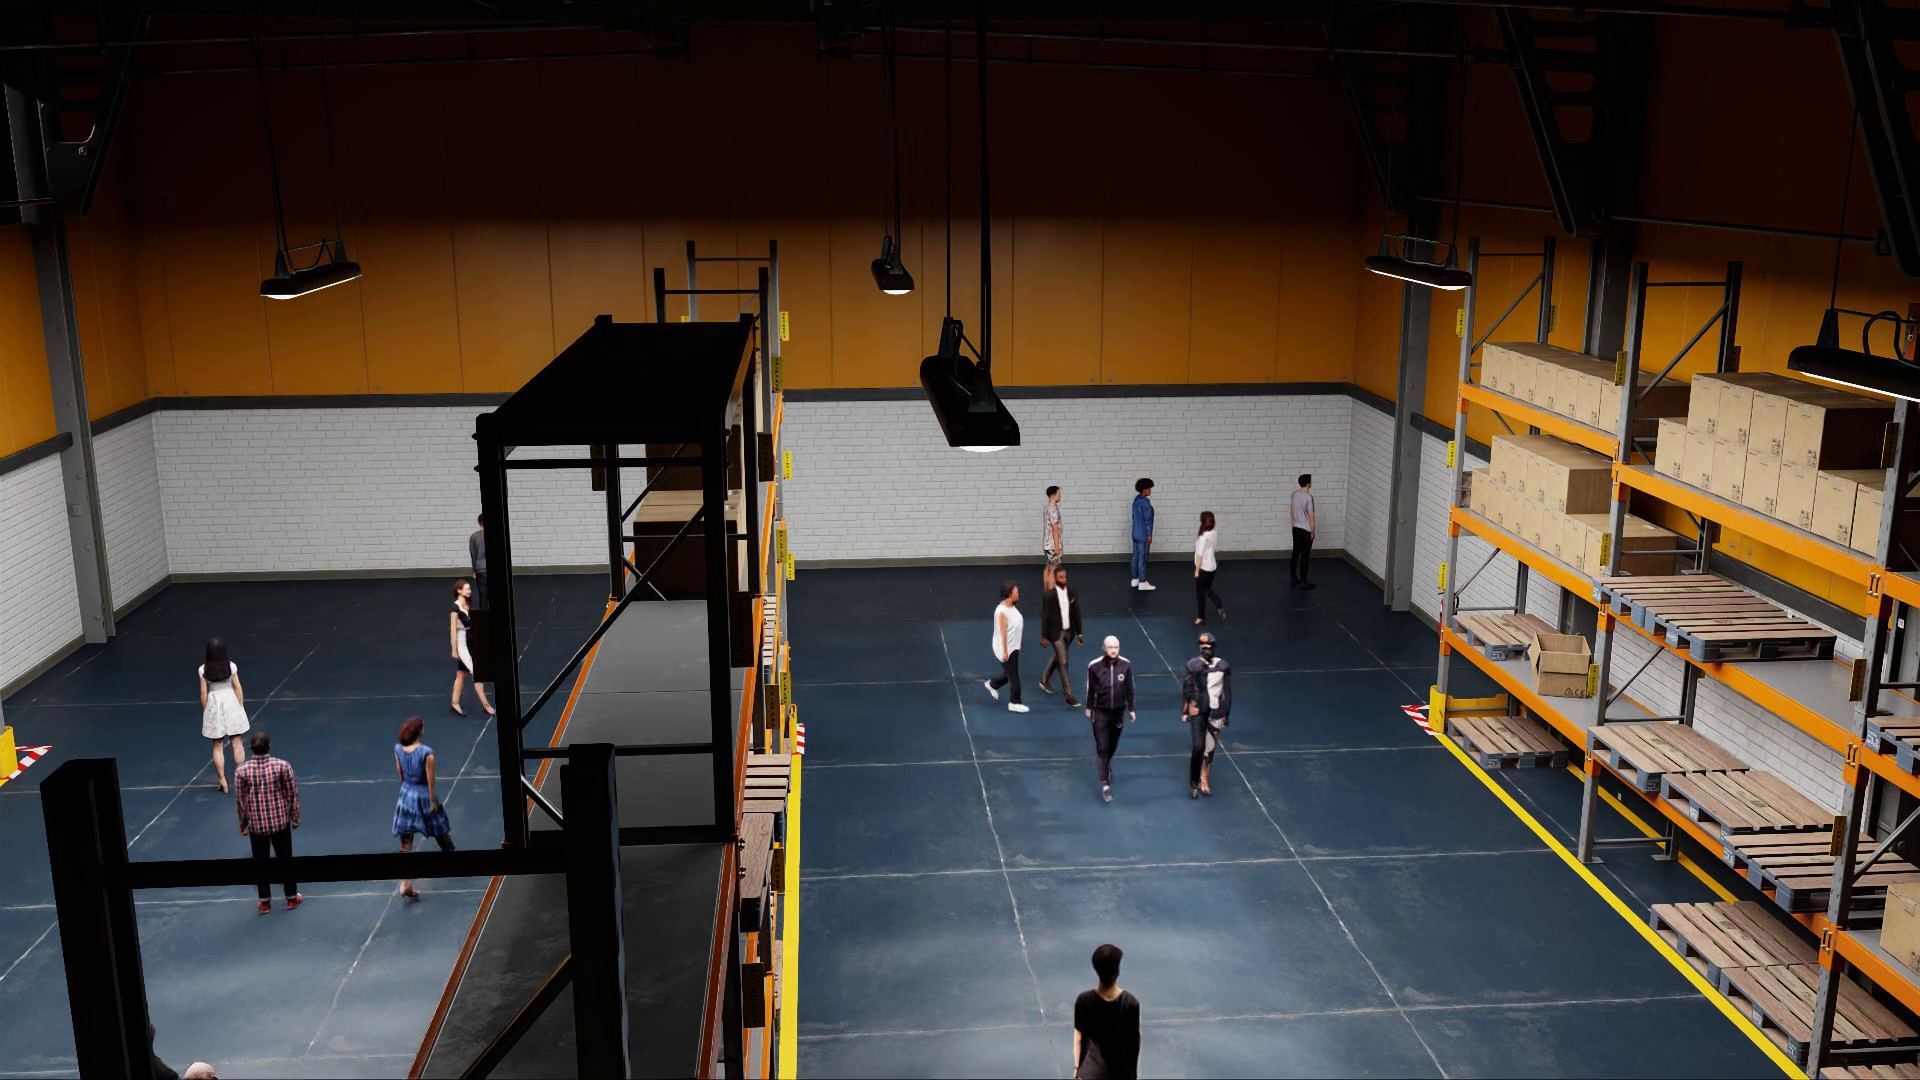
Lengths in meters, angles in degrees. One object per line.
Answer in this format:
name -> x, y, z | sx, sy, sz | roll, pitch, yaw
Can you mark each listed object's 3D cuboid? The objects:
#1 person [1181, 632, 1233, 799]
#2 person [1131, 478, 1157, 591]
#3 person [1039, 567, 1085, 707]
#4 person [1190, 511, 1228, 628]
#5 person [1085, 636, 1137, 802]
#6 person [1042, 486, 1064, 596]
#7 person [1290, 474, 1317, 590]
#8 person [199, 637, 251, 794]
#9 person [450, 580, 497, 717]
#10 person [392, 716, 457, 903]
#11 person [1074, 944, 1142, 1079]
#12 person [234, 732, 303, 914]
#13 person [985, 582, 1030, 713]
person -> 2.720, 1.900, 18.412 | 0.685, 1.871, 0.698 | 0, 14, -1
person -> 2.937, -0.108, 26.848 | 0.789, 1.803, 0.605 | -5, 15, -20
person -> 1.249, 1.224, 21.455 | 1.041, 1.751, 1.300 | -8, 16, -30
person -> 3.719, 0.452, 24.580 | 0.928, 1.781, 0.881 | 9, 17, 34
person -> 1.636, 1.920, 18.523 | 0.730, 1.779, 1.268 | -2, 14, -9
person -> 1.452, 0.033, 26.240 | 0.749, 1.816, 0.540 | -3, 14, -12
person -> 5.537, -0.155, 26.913 | 0.798, 1.863, 0.655 | -8, 16, -30
person -> -8.176, 1.935, 18.469 | 0.727, 1.775, 0.734 | -6, 15, -22
person -> -6.268, 1.399, 20.818 | 0.765, 1.713, 0.911 | 1, 14, 4
person -> -5.201, 2.587, 15.814 | 0.946, 1.757, 1.216 | 5, 14, 19
person -> 1.021, 3.635, 11.579 | 0.639, 1.714, 0.580 | 1, 14, 3
person -> -6.495, 2.635, 15.619 | 0.758, 1.757, 0.678 | -5, 15, -20
person -> 0.572, 1.352, 21.113 | 0.915, 1.665, 0.929 | 5, 14, 19
